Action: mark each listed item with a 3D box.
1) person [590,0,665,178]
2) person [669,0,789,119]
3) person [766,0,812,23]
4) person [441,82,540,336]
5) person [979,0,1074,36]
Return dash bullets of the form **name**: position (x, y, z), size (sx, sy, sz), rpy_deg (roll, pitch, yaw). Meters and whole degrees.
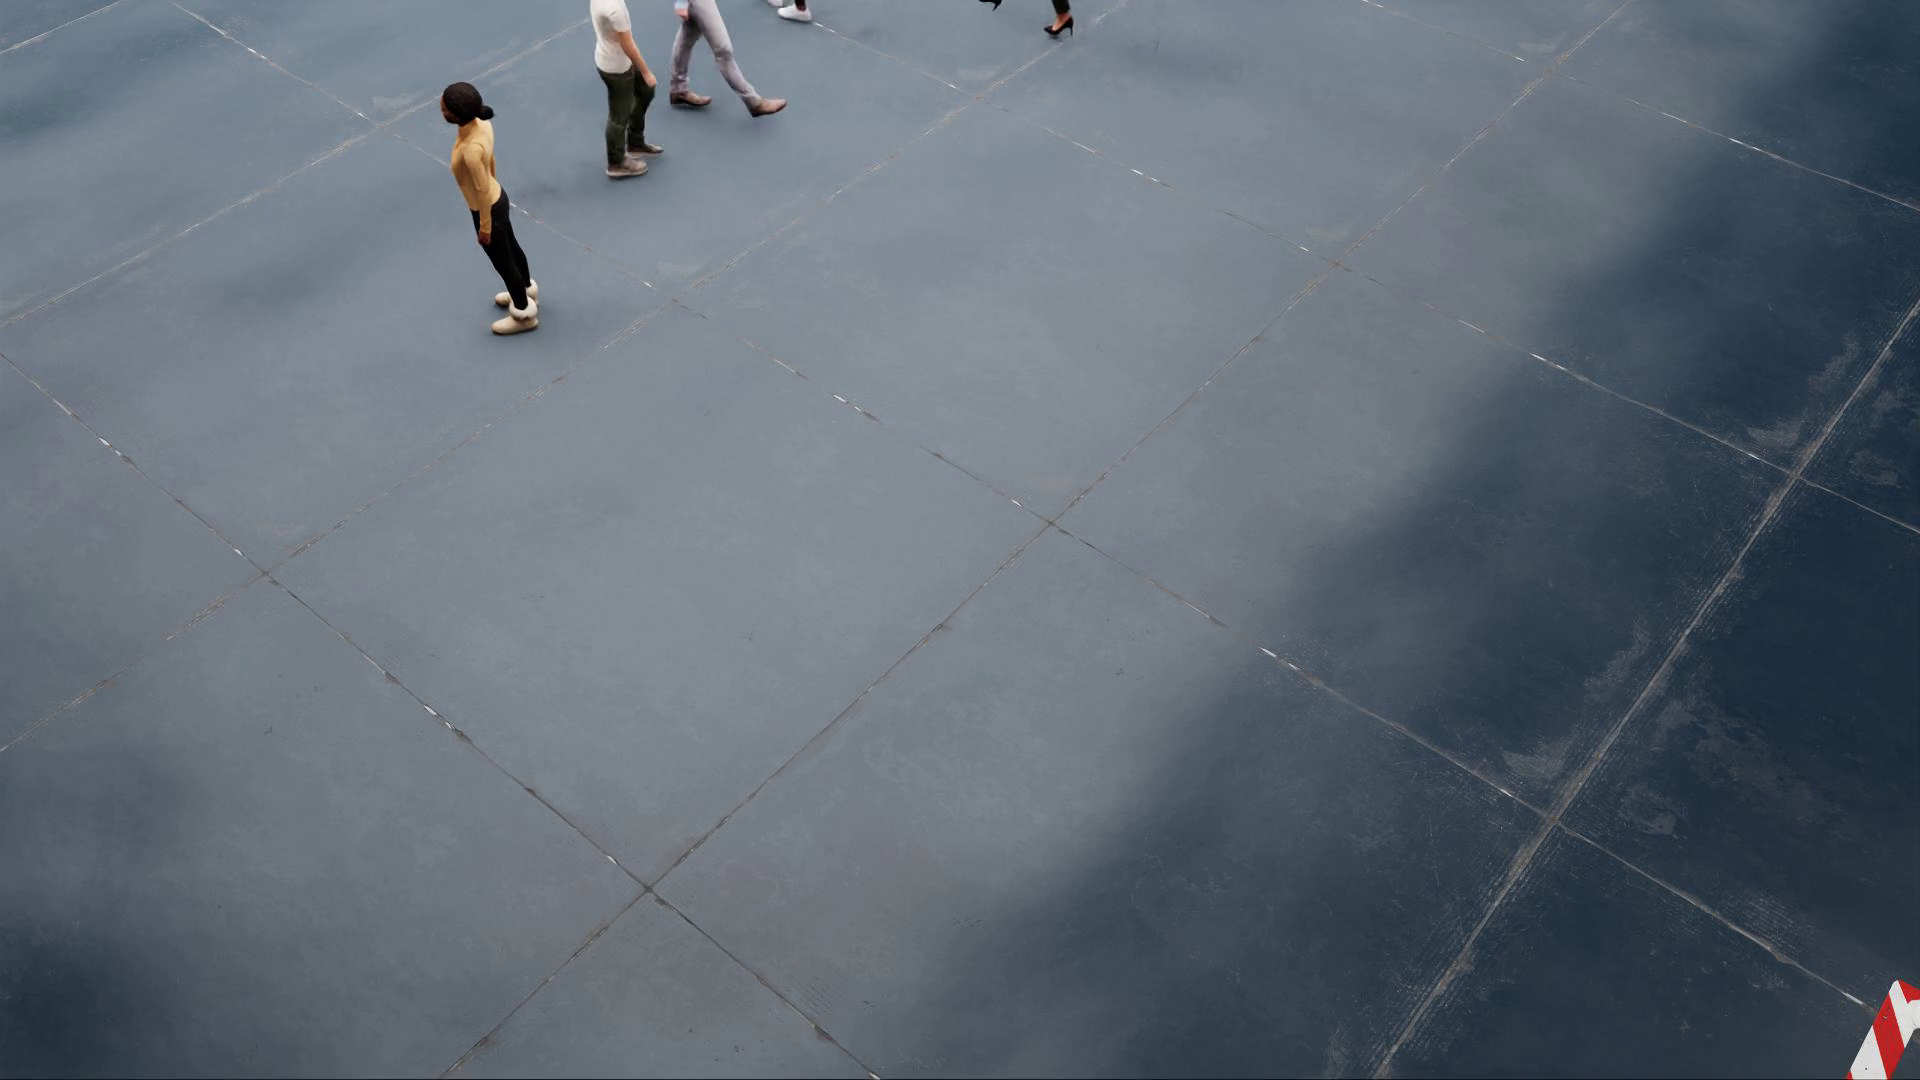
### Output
- **person**: position (-2.297, -3.052, 10.773), size (0.805, 1.635, 0.744), rpy_deg (-14, 49, -12)
- **person**: position (-1.864, -3.714, 11.237), size (1.262, 1.854, 1.056), rpy_deg (8, 48, 8)
- **person**: position (-1.237, -4.595, 12.111), size (0.857, 1.766, 0.757), rpy_deg (20, 50, 17)
- **person**: position (-2.744, -1.943, 9.731), size (0.739, 1.659, 0.684), rpy_deg (-3, 47, -2)
- **person**: position (0.624, -4.417, 12.007), size (1.160, 1.676, 0.831), rpy_deg (20, 50, 17)
